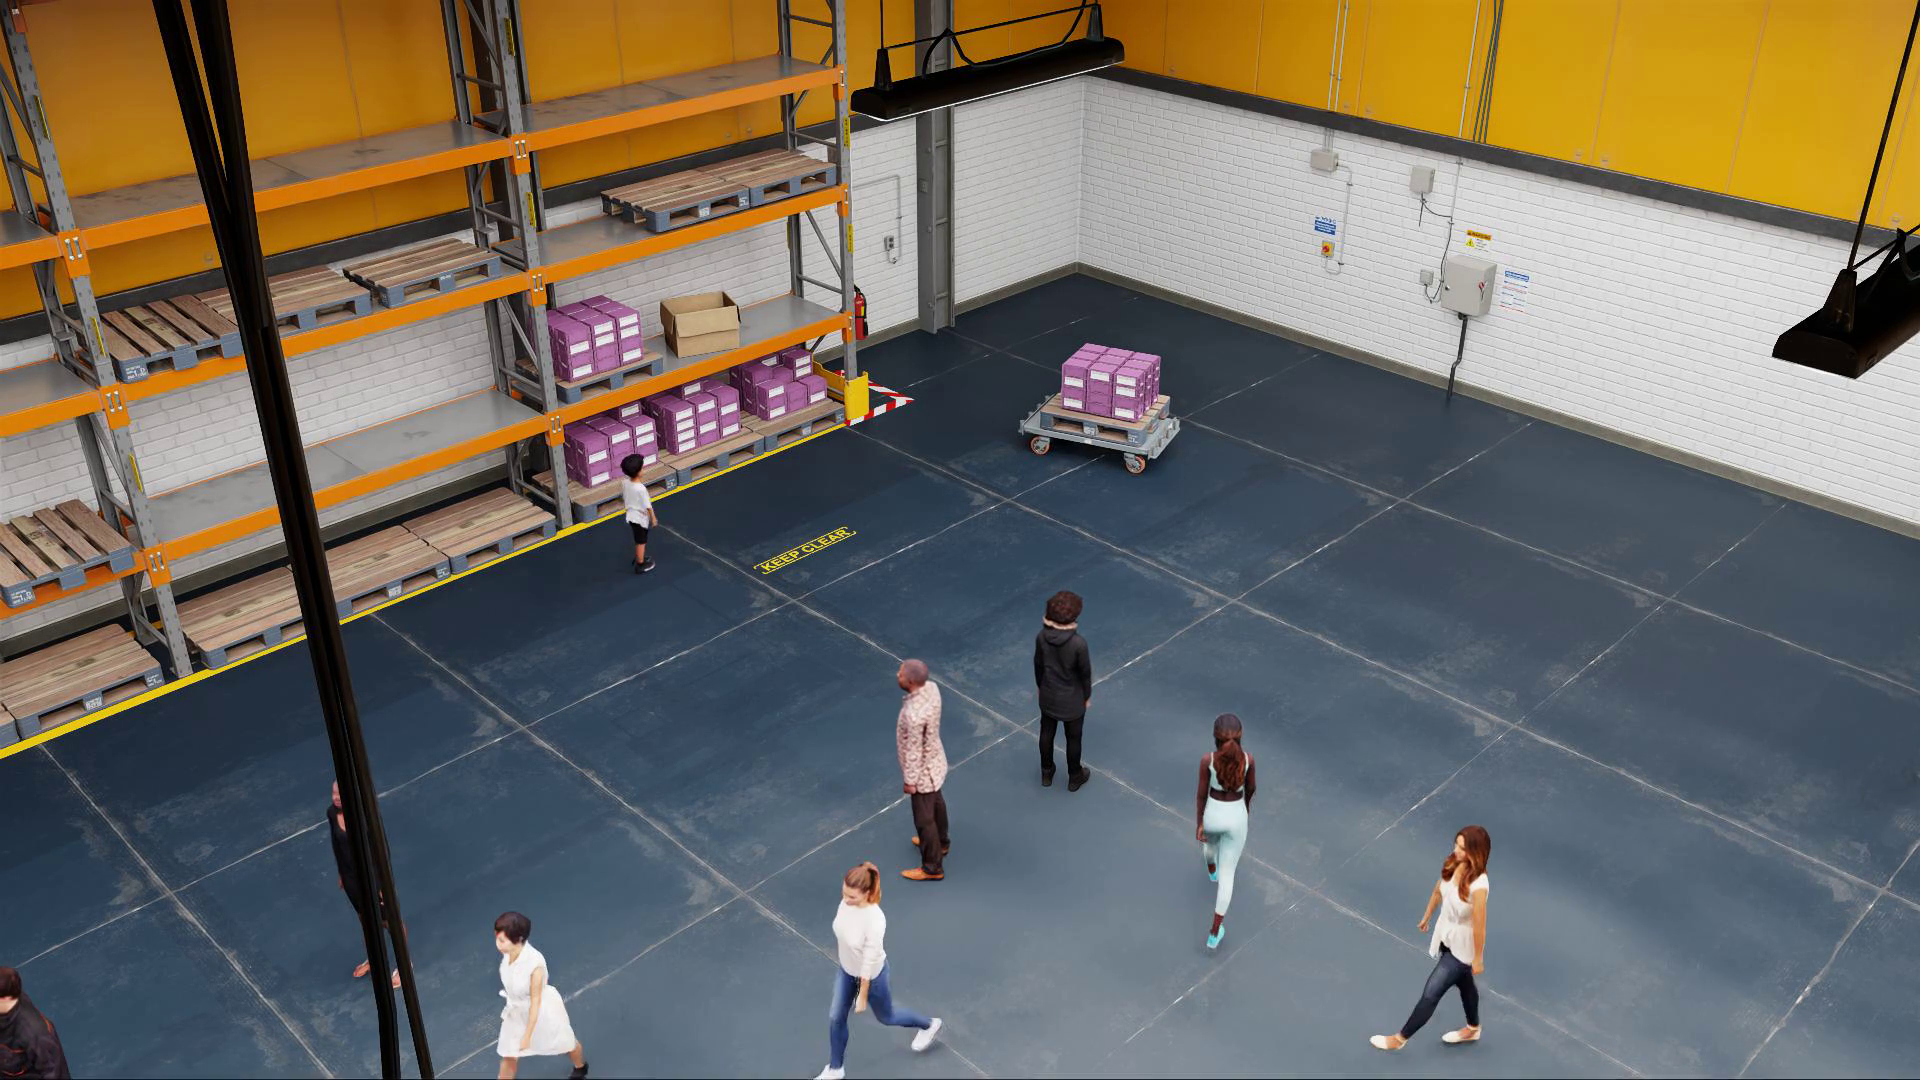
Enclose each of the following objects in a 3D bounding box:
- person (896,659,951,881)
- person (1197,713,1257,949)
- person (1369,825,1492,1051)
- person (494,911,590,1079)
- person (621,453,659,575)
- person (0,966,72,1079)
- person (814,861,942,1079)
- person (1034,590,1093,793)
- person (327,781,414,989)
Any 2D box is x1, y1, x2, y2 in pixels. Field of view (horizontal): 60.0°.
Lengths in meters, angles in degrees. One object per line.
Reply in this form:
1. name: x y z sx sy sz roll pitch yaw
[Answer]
1. person: -0.250 1.659 12.176 0.862 1.797 0.759 5 29 10
2. person: 1.841 2.051 11.600 1.016 1.662 1.232 5 29 9
3. person: 3.251 2.554 10.582 1.118 1.753 1.000 -4 29 -7
4. person: -2.549 2.868 10.254 0.622 1.515 1.015 20 34 32
5. person: -3.184 -0.227 16.206 0.465 1.248 0.479 -25 37 -38
6. person: -5.221 3.121 9.452 0.750 1.840 0.614 20 34 32
7. person: -0.508 2.692 10.397 1.202 1.686 0.757 -18 33 -29
8. person: 0.807 1.191 13.050 0.705 1.781 0.713 12 31 21
9. person: -3.976 2.262 11.150 0.666 1.720 0.612 13 31 23
